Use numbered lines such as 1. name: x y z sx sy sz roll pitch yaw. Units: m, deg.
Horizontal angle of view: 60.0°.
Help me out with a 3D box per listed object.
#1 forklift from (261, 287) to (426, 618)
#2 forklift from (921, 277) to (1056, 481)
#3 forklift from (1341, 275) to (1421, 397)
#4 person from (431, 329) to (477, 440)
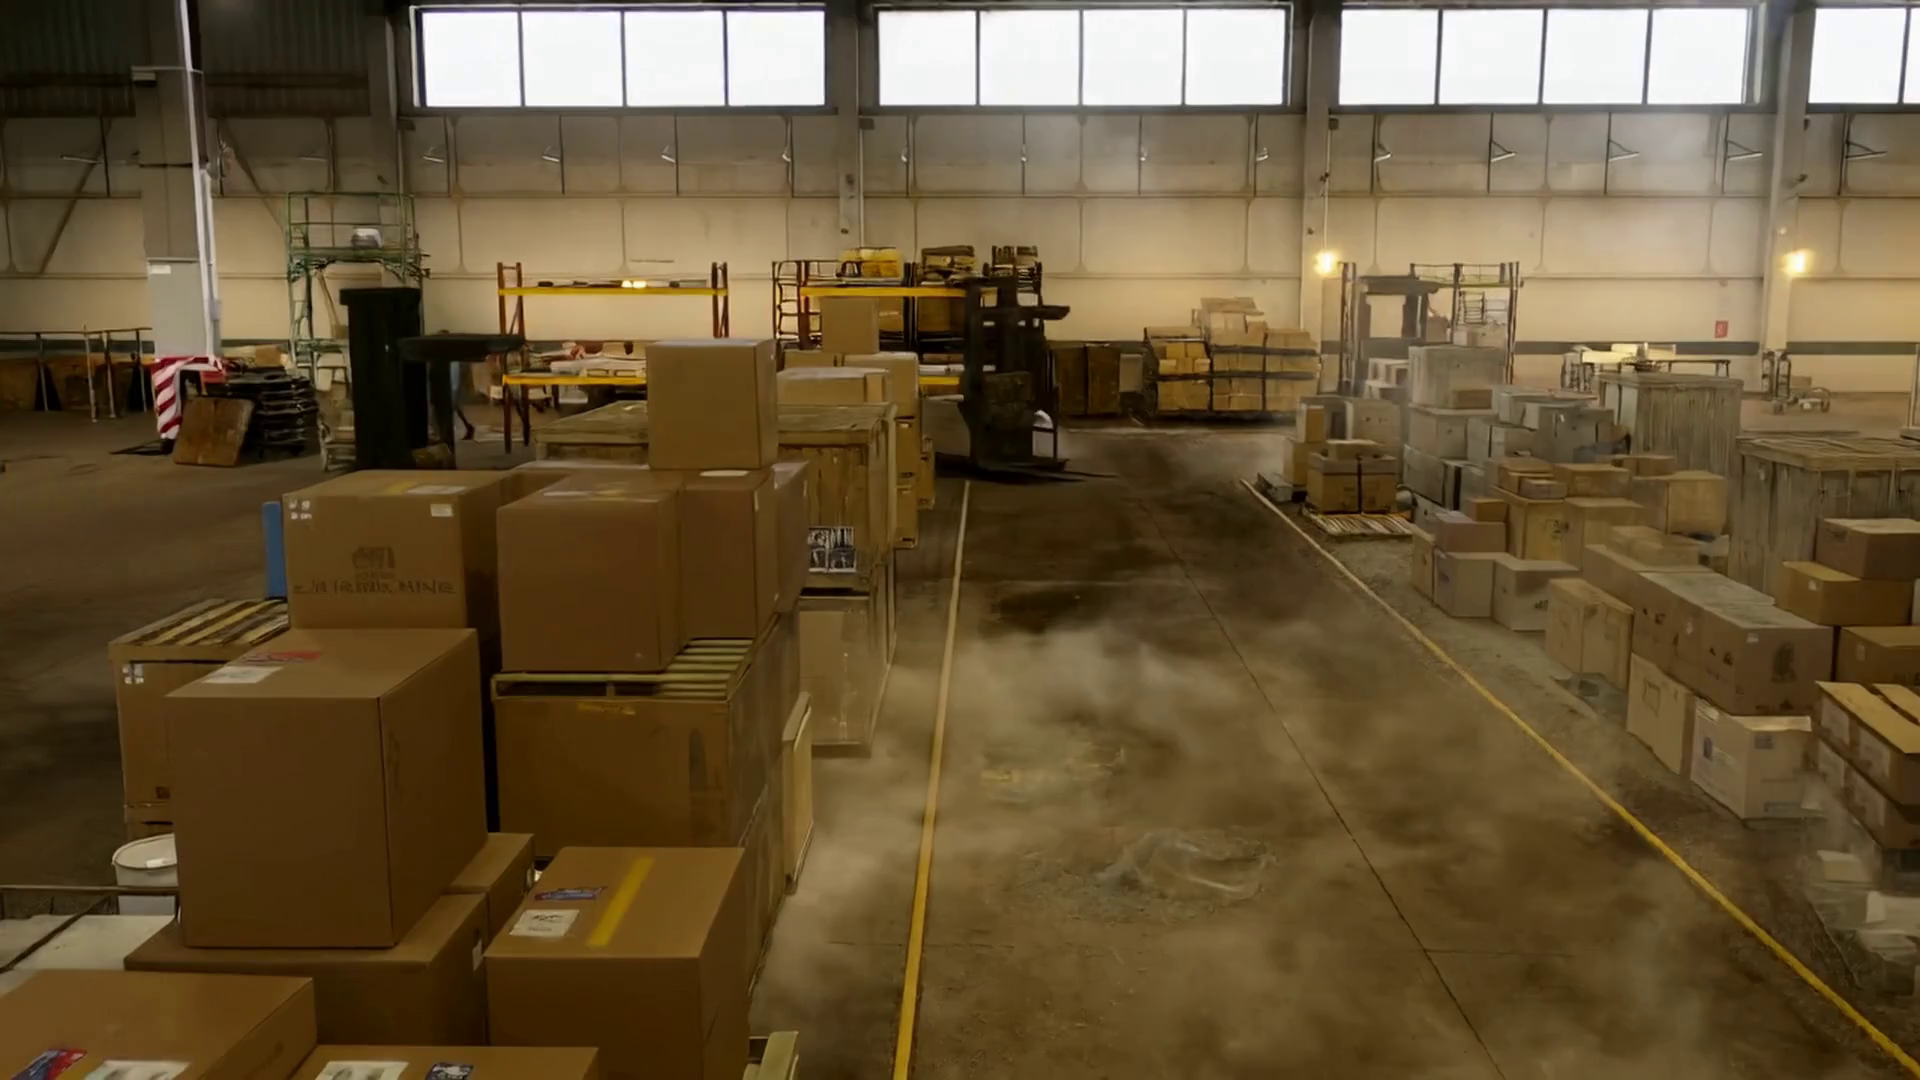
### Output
1. forklift: -4.768 -0.711 13.897 1.873 2.768 1.129 0 9 1
2. forklift: 0.403 -2.333 23.611 1.873 2.768 1.129 9 13 42
3. forklift: 6.831 -2.852 26.718 1.129 2.768 1.873 0 9 1
4. person: -8.716 -2.662 28.543 0.979 1.904 0.547 3 10 16
